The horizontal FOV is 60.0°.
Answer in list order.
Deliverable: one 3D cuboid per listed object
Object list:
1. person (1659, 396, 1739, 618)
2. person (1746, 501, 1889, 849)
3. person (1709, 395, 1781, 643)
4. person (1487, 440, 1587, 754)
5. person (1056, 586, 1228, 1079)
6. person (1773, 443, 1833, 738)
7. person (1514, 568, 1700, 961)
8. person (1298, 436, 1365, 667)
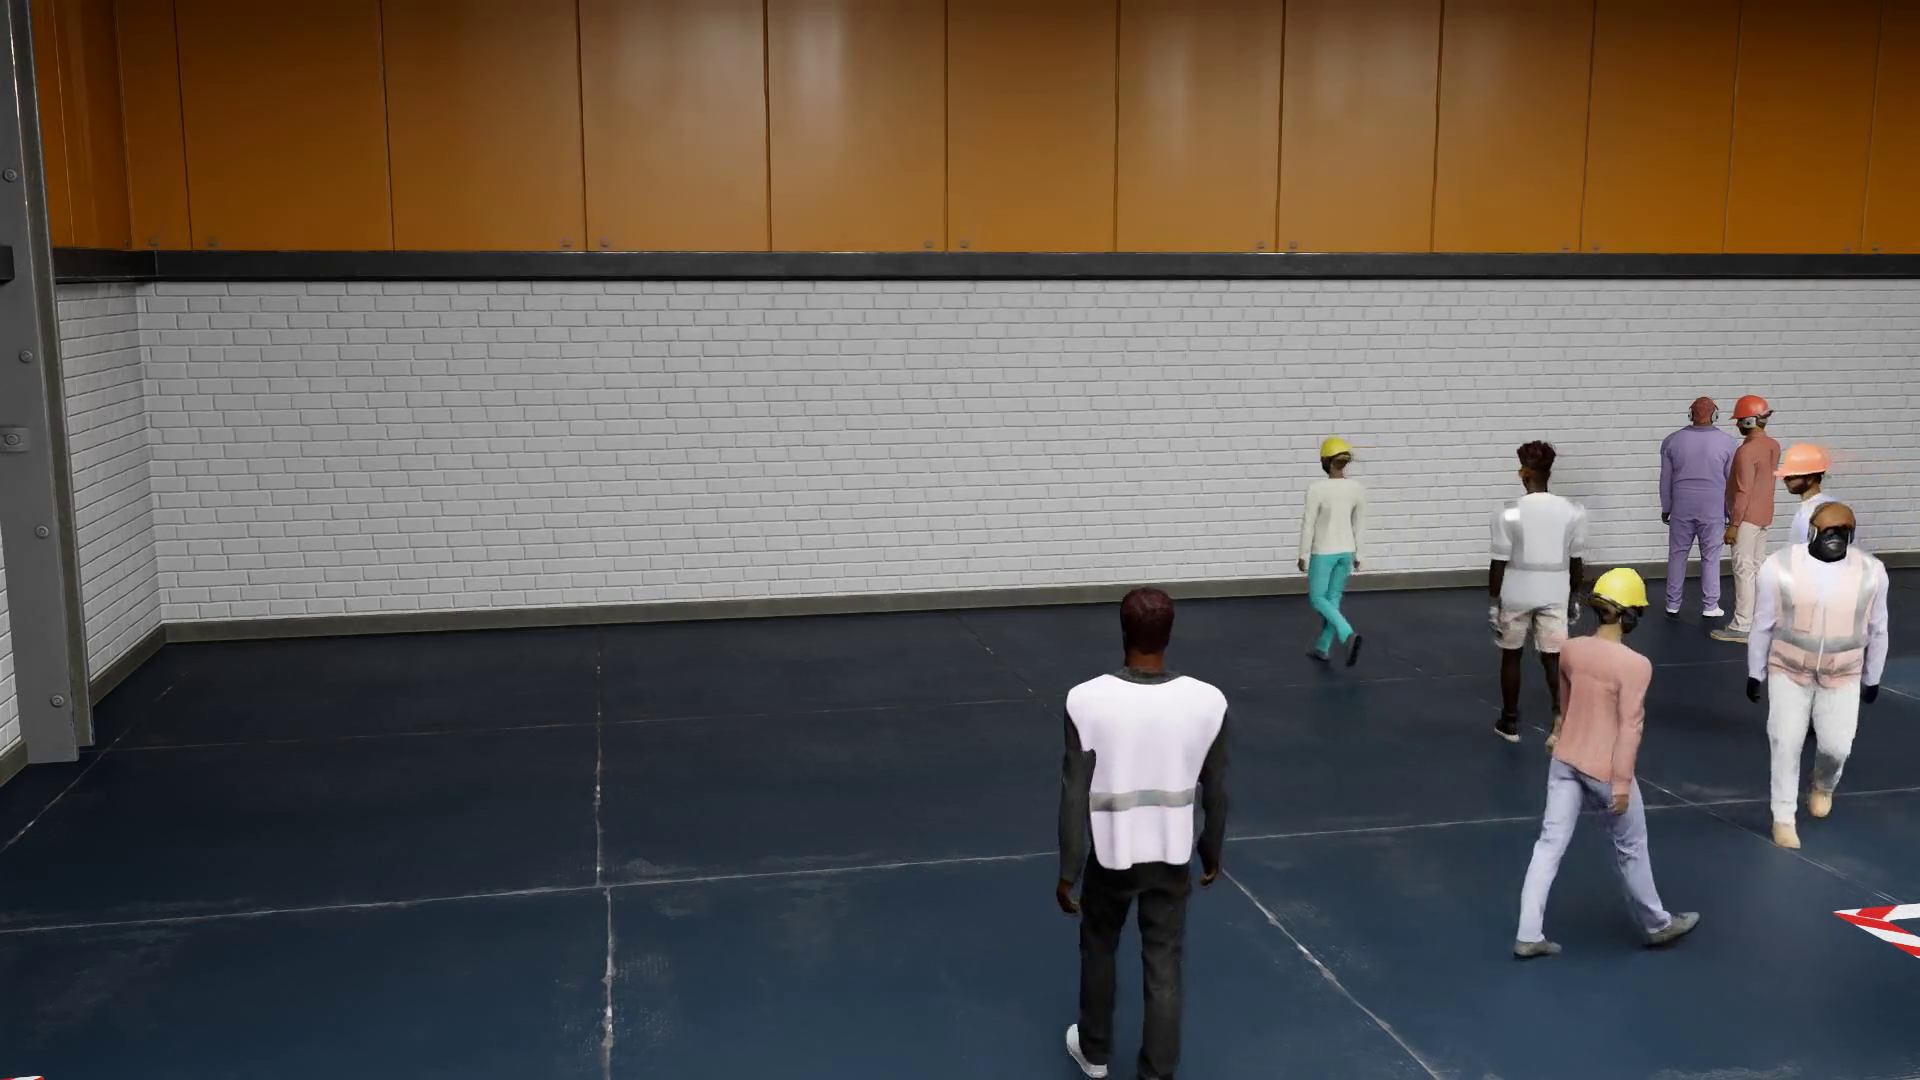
[{"bbox_3d":[6.352,-0.282,14.300,0.643,1.909,0.411,6,11,33],"label":"person"},{"bbox_3d":[4.468,0.681,8.700,0.654,1.823,0.548,4,10,21],"label":"person"},{"bbox_3d":[6.333,-0.171,13.374,0.608,1.990,0.385,-9,13,-43],"label":"person"},{"bbox_3d":[3.571,0.354,10.295,0.616,1.945,0.815,0,9,2],"label":"person"},{"bbox_3d":[0.634,1.089,5.987,0.634,1.886,0.831,-1,9,-6],"label":"person"},{"bbox_3d":[5.325,0.346,10.459,0.494,1.907,0.567,5,11,30],"label":"person"},{"bbox_3d":[2.814,0.974,7.222,0.914,1.714,0.532,-4,10,-24],"label":"person"},{"bbox_3d":[2.825,0.093,12.484,0.532,1.746,0.662,-4,10,-25],"label":"person"}]
